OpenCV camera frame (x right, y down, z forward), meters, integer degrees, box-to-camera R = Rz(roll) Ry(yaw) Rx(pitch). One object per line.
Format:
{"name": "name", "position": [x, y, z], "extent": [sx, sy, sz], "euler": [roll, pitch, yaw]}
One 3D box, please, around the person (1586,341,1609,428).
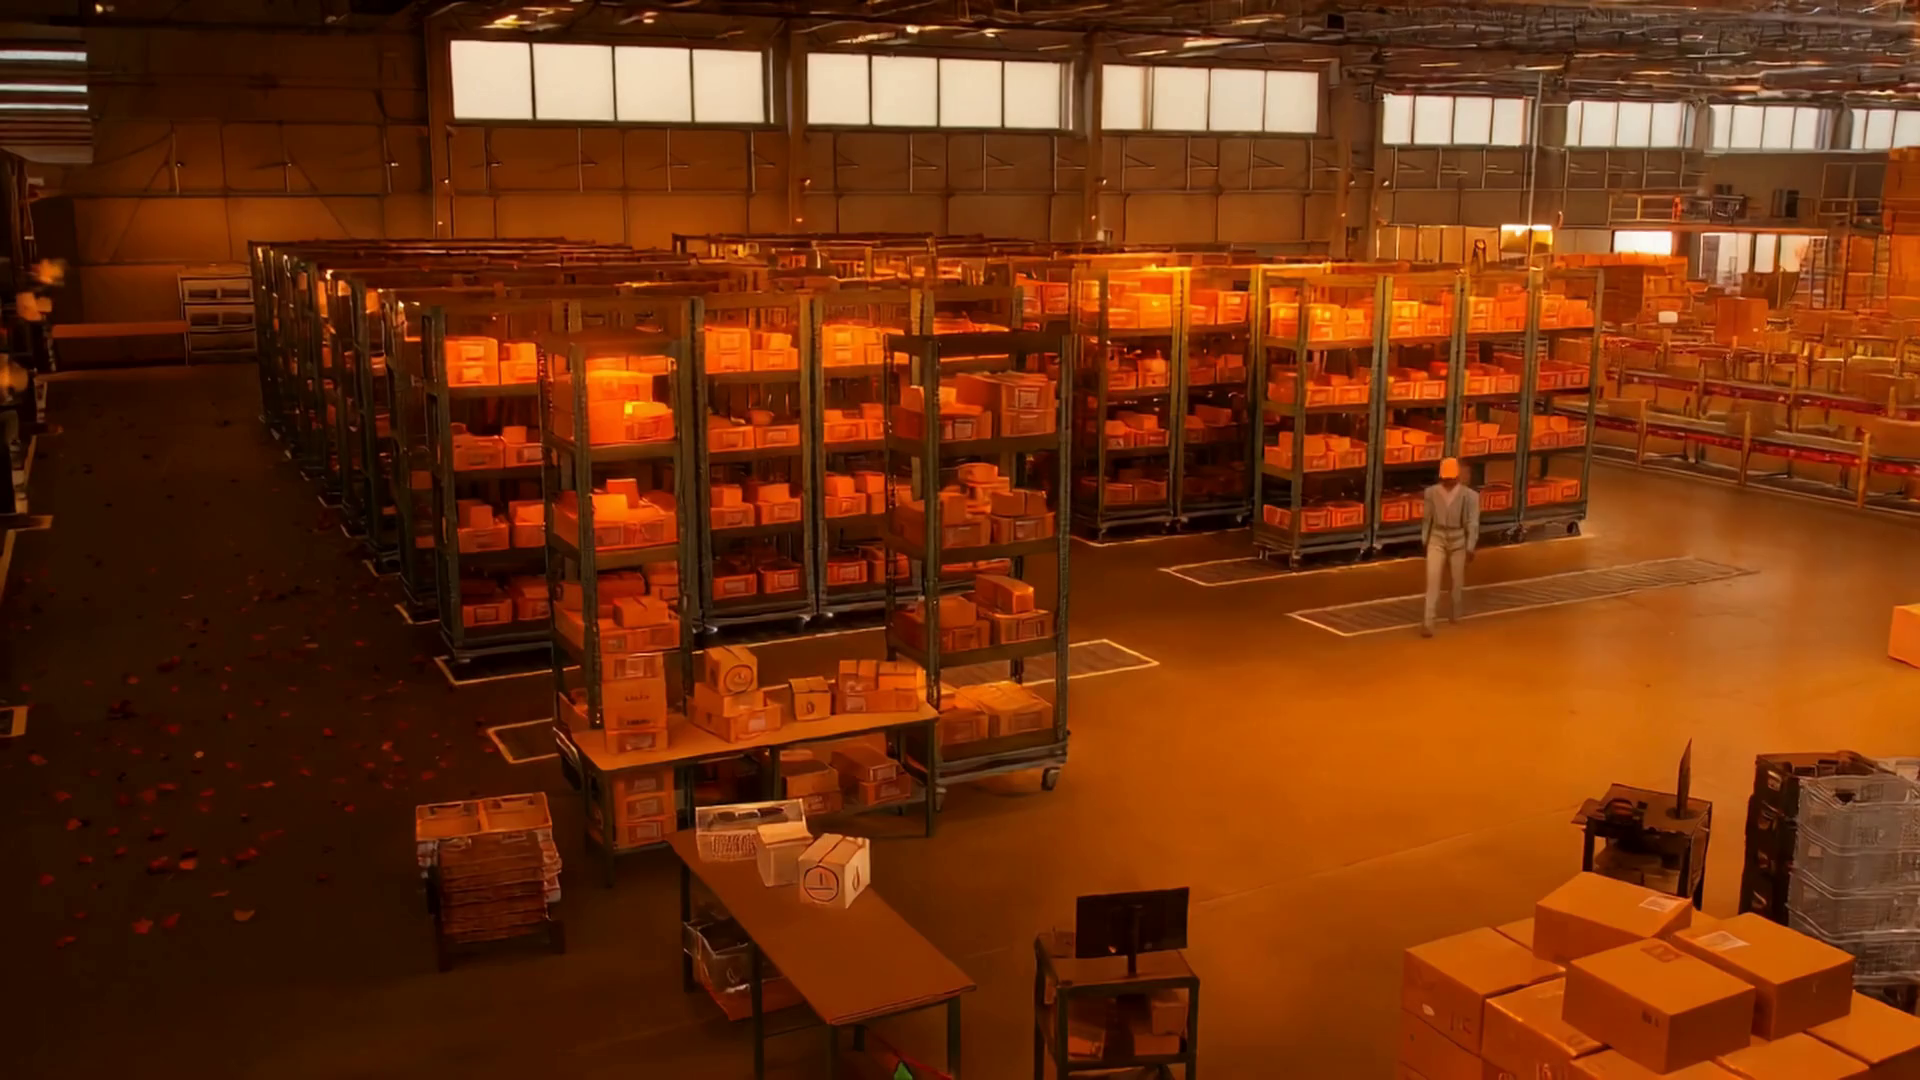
{"name": "person", "position": [12.144, -2.917, 31.780], "extent": [0.533, 1.767, 0.325], "euler": [-8, 14, -32]}

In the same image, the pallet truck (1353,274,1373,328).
{"name": "pallet truck", "position": [13.011, -8.050, 55.243], "extent": [0.823, 1.965, 1.885], "euler": [-7, 14, -28]}

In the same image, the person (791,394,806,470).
{"name": "person", "position": [-2.353, -1.639, 25.749], "extent": [0.614, 1.781, 0.927], "euler": [-6, 14, -27]}

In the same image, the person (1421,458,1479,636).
{"name": "person", "position": [5.168, 0.056, 17.609], "extent": [0.603, 1.887, 1.032], "euler": [5, 13, 21]}

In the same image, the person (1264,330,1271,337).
{"name": "person", "position": [7.861, -5.402, 43.204], "extent": [0.657, 1.851, 0.973], "euler": [7, 14, 31]}
